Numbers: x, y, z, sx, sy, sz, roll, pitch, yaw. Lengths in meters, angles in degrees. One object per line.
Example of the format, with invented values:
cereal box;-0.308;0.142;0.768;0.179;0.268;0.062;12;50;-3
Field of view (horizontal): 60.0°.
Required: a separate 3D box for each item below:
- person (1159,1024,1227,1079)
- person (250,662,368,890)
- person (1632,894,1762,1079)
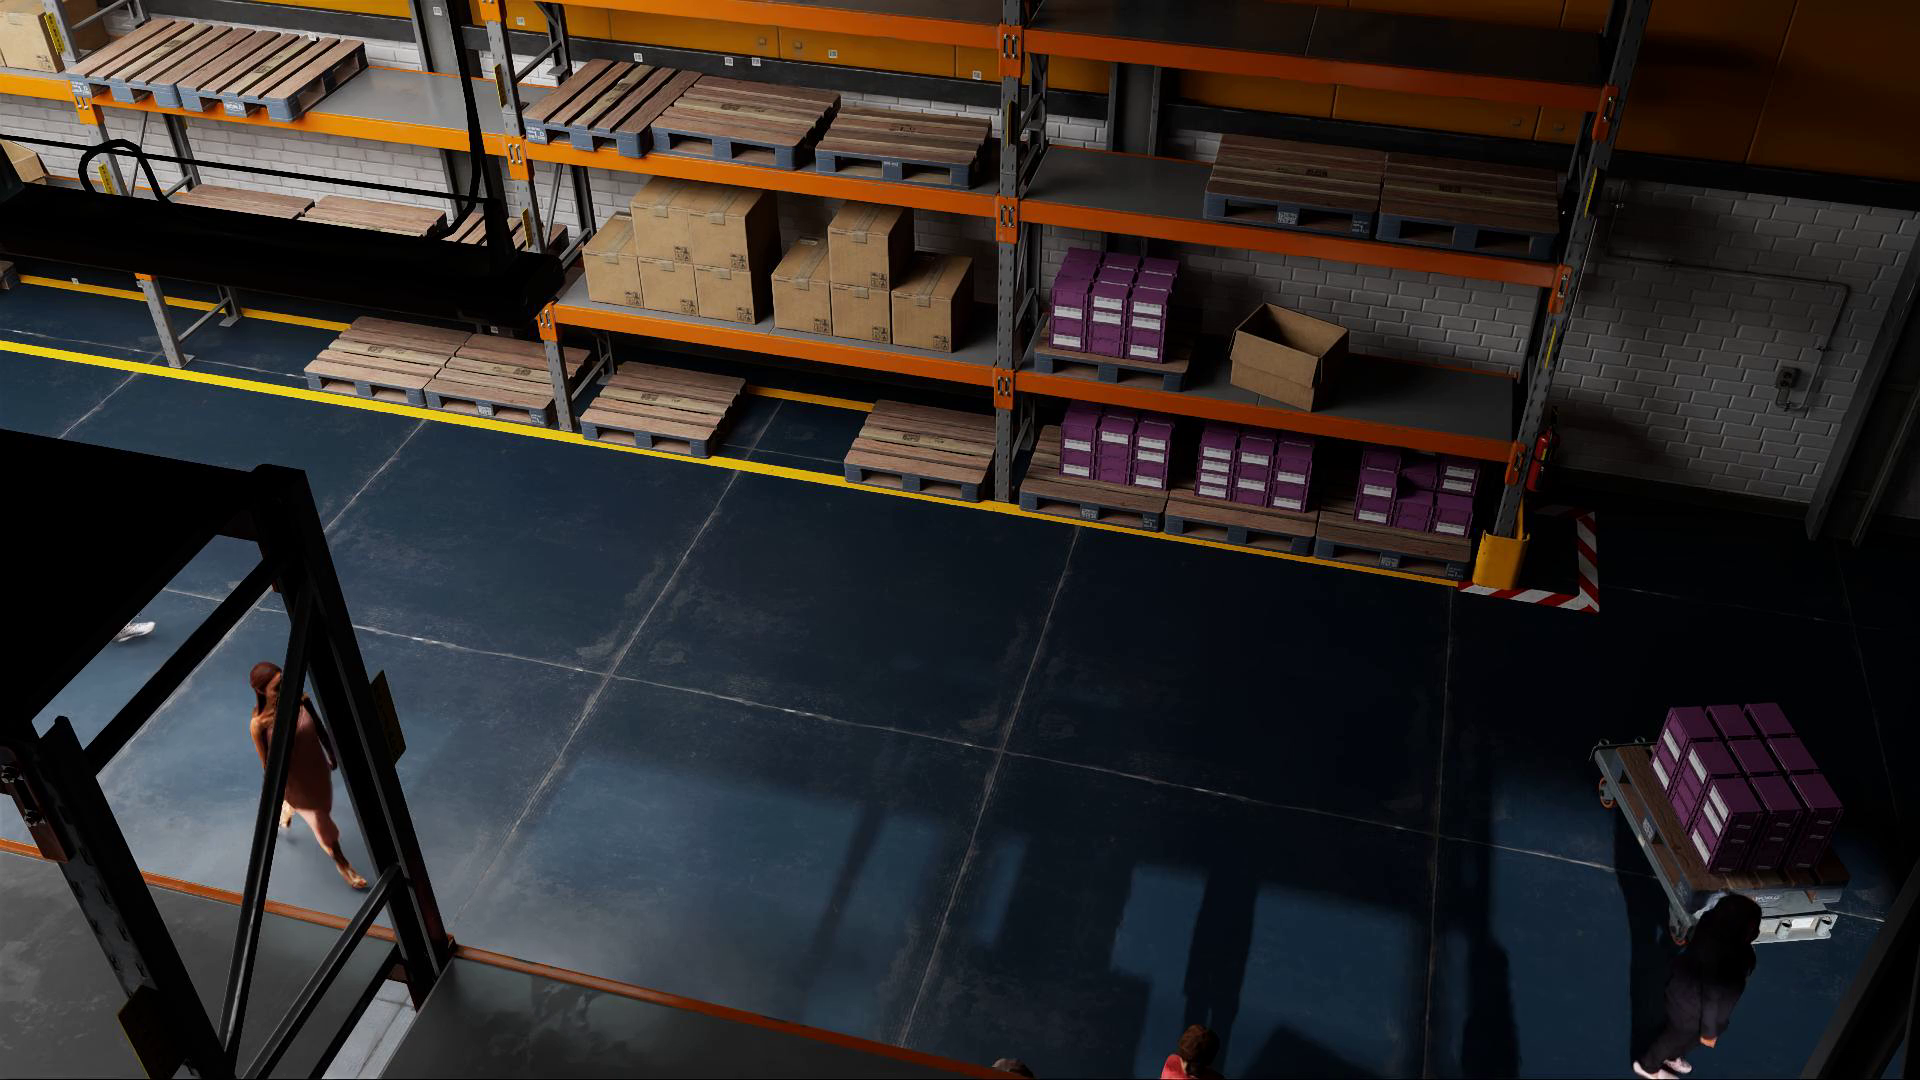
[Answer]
person;1.199;3.020;8.684;0.494;1.416;0.633;21;43;24
person;-4.161;1.427;10.366;1.121;1.807;0.804;23;44;26
person;3.990;2.492;9.195;0.698;1.603;0.706;18;42;21
